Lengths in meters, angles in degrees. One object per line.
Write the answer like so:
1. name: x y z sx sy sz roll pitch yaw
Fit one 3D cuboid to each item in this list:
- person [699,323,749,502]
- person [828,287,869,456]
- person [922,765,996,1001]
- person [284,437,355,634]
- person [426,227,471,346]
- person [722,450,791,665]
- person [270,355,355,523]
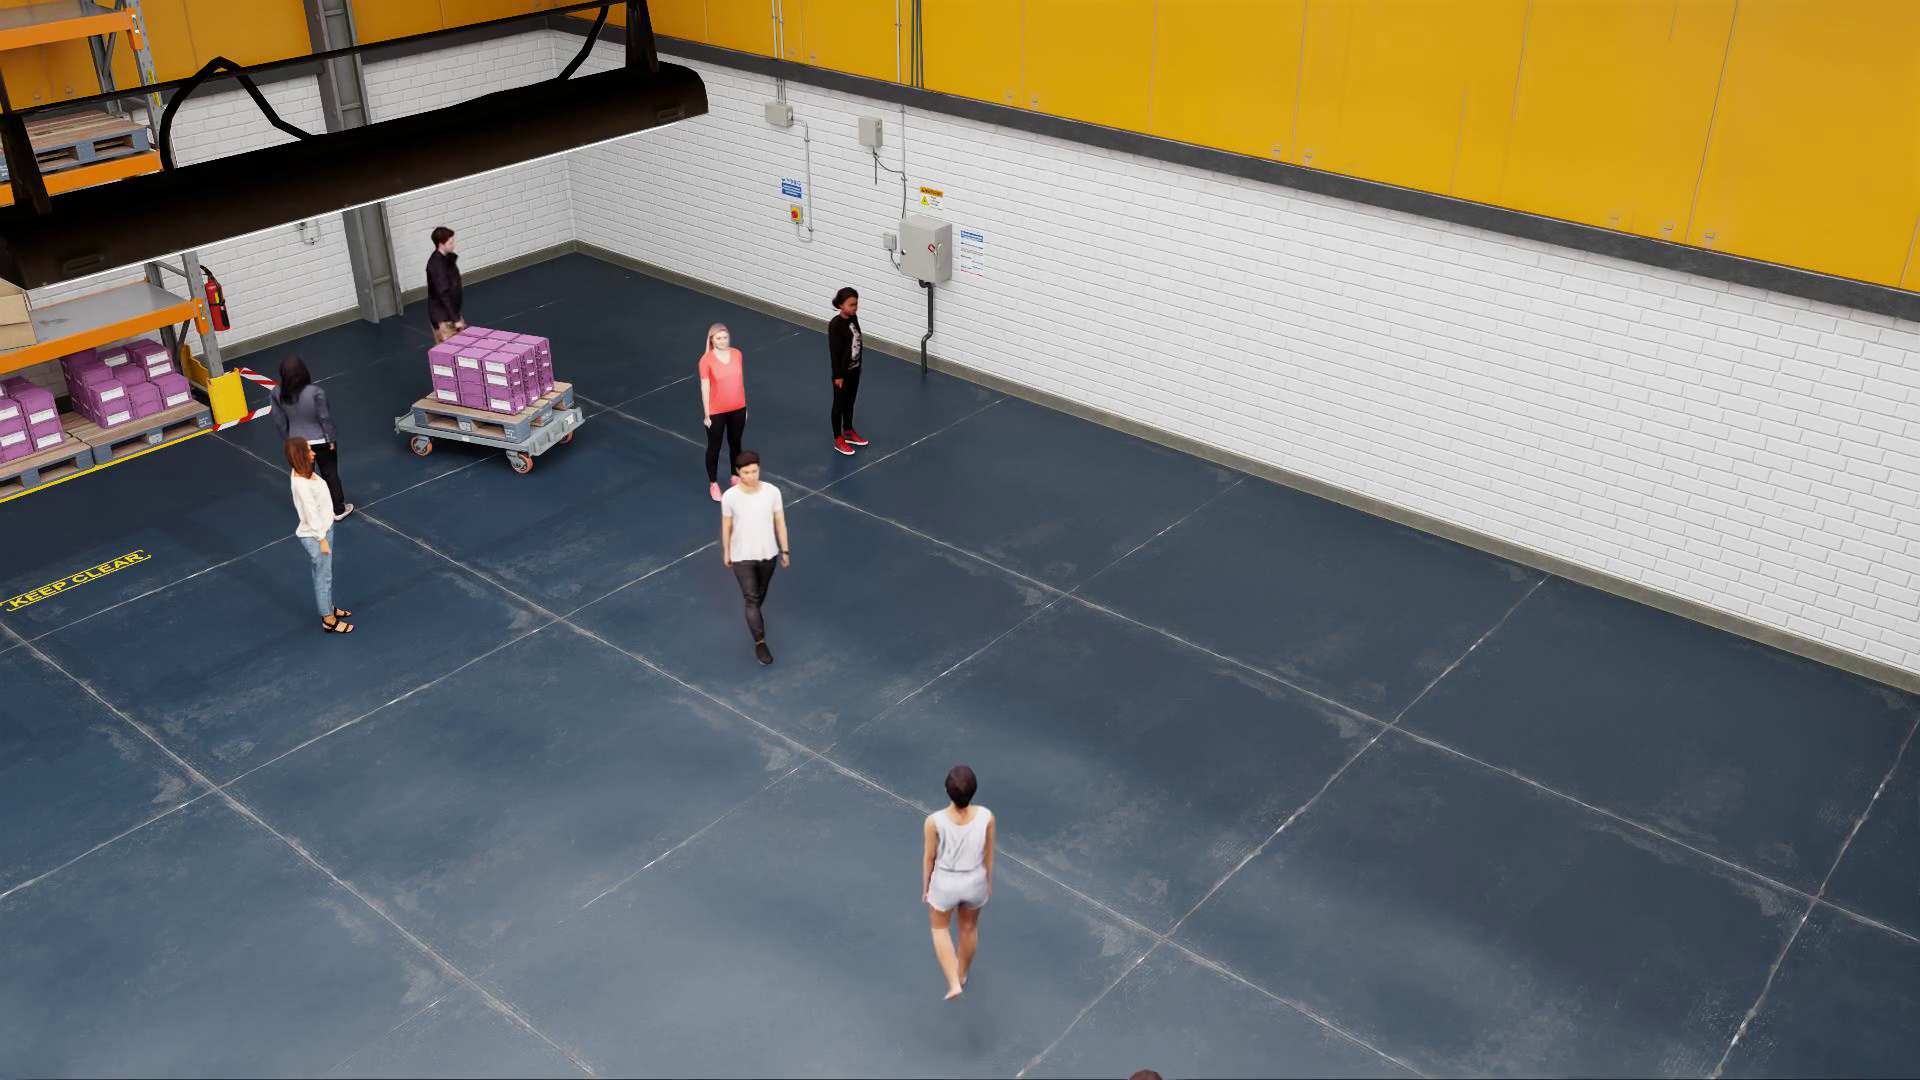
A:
1. person: -2.170 -1.196 15.302 0.542 1.694 0.701 -20 34 -32
2. person: -1.121 -1.672 16.196 0.681 1.674 0.507 17 33 28
3. person: -0.003 2.009 9.531 0.815 1.595 0.861 -5 29 -9
4. person: -5.123 -0.049 13.213 0.693 1.682 0.693 -11 30 -19
5. person: -5.358 -2.302 17.116 0.879 1.900 0.804 -3 29 -6
6. person: -1.616 0.053 13.029 1.115 1.679 1.055 -9 30 -16
7. person: -5.812 -0.909 14.879 0.797 1.597 0.842 1 29 2
